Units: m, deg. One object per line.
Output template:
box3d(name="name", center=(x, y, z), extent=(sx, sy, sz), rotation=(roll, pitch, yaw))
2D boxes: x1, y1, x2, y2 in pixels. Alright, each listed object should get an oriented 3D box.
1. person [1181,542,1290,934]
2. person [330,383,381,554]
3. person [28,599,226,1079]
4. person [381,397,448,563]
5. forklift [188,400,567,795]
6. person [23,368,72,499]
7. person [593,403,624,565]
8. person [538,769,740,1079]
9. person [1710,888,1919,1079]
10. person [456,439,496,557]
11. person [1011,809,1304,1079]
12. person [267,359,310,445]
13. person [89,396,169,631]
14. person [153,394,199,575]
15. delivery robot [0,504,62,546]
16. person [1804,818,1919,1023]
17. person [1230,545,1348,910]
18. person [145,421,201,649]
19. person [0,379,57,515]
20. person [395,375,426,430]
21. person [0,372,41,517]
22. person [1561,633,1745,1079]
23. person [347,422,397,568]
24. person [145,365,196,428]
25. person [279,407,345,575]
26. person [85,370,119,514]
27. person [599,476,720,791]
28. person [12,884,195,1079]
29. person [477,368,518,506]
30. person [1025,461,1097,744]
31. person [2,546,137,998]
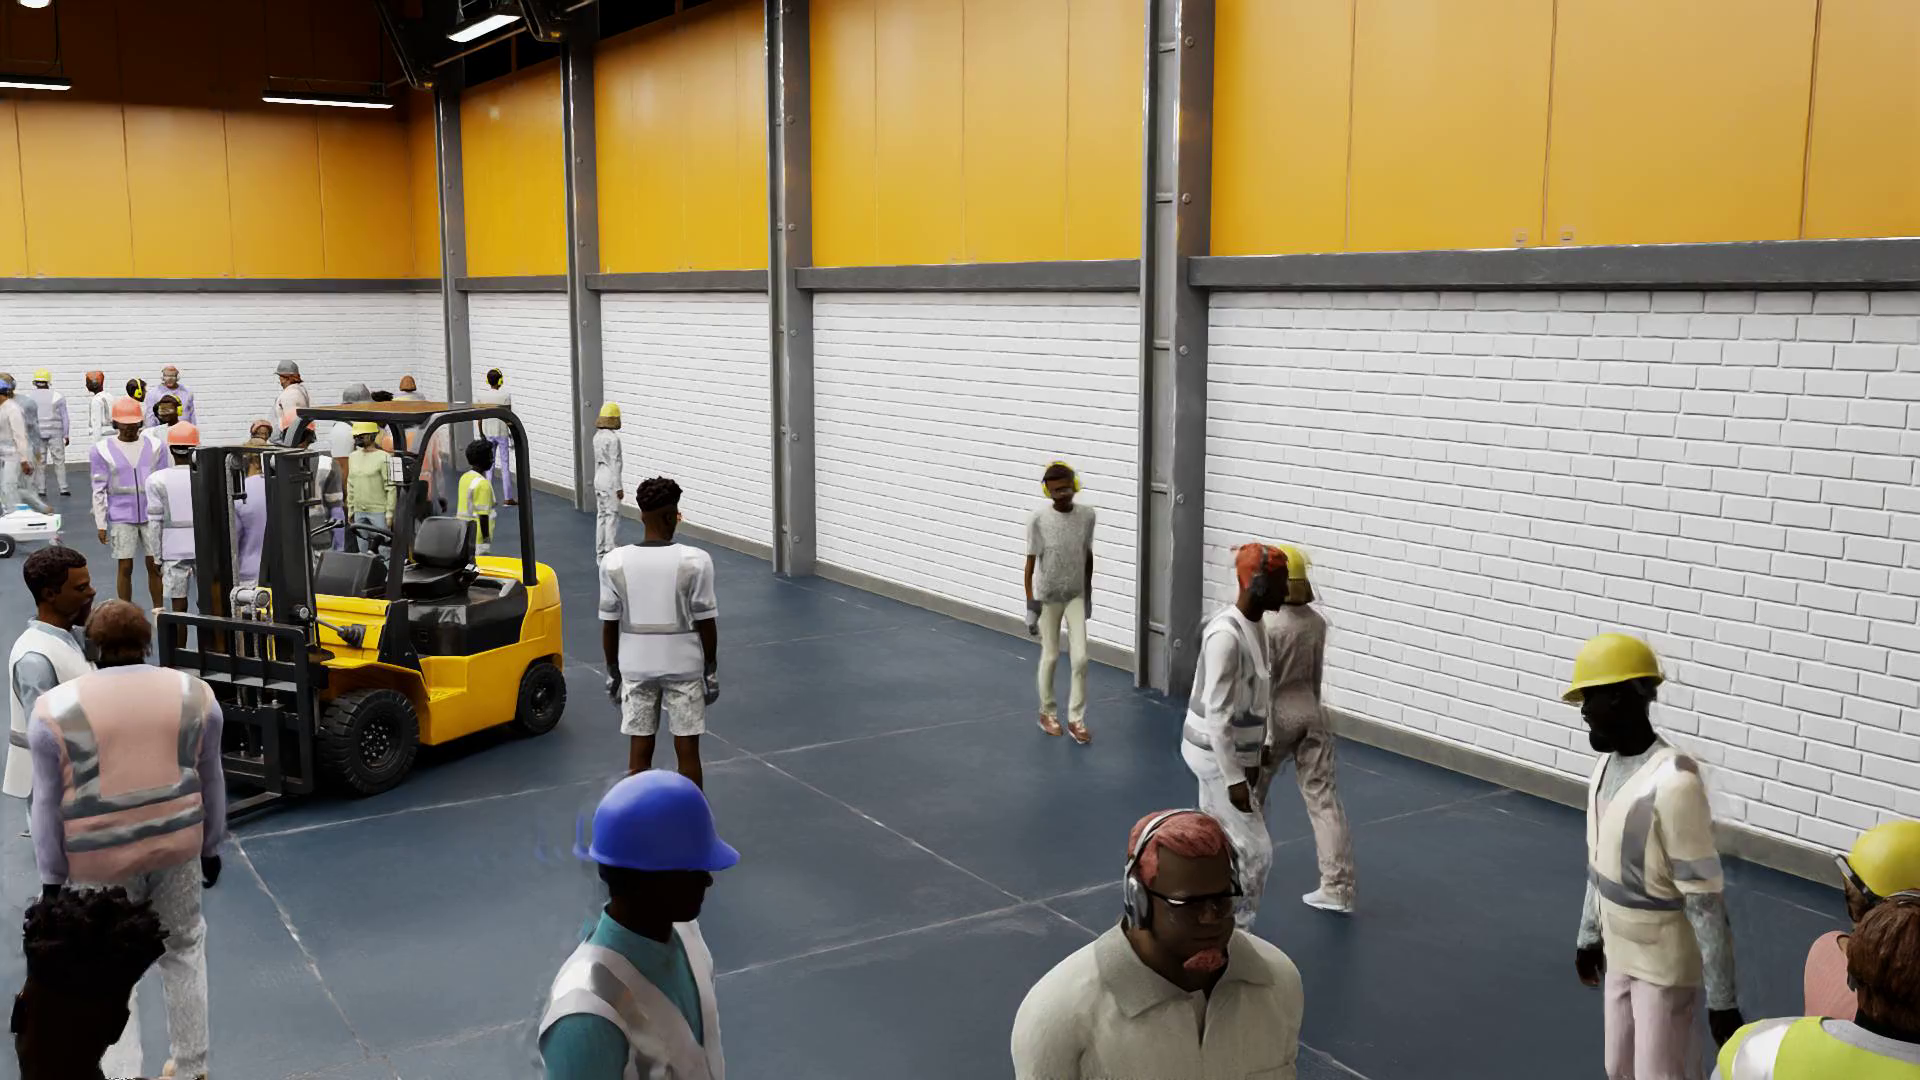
box3d(name="person", center=(1.180, 0.932, 6.942), extent=(0.655, 1.854, 0.605), rotation=(3, 9, 22))
box3d(name="person", center=(-5.680, -0.480, 15.838), extent=(0.535, 2.000, 0.688), rotation=(-1, 8, -5))
box3d(name="person", center=(-2.891, 1.118, 5.846), extent=(0.639, 1.813, 0.518), rotation=(-8, 11, -42))
box3d(name="person", center=(-5.208, -0.421, 15.975), extent=(0.401, 1.900, 0.779), rotation=(7, 11, 38))
box3d(name="forklift", center=(-3.529, 0.258, 10.348), extent=(1.214, 2.155, 2.313), rotation=(4, 9, 25))
box3d(name="person", center=(-12.797, -1.484, 23.300), extent=(0.592, 1.834, 0.404), rotation=(-3, 9, -20))
box3d(name="person", center=(-3.676, -0.578, 17.521), extent=(0.333, 1.735, 0.489), rotation=(-6, 11, -37))
box3d(name="person", center=(-0.699, 1.410, 3.462), extent=(0.626, 1.930, 0.621), rotation=(2, 9, 11))
box3d(name="person", center=(1.675, 1.522, 3.015), extent=(0.429, 1.844, 0.624), rotation=(-7, 11, -40))
box3d(name="person", center=(-4.016, 0.001, 13.814), extent=(0.333, 1.684, 0.545), rotation=(-6, 10, -35))
box3d(name="person", center=(0.419, 1.452, 3.264), extent=(0.643, 1.910, 0.400), rotation=(-4, 9, -24))
box3d(name="person", center=(-8.626, -1.300, 21.368), extent=(0.537, 2.000, 0.683), rotation=(-1, 9, -9))
box3d(name="person", center=(-6.905, -0.191, 13.933), extent=(0.613, 2.033, 0.412), rotation=(-7, 11, -39))
box3d(name="person", center=(-7.989, -0.561, 16.994), extent=(0.506, 1.864, 0.332), rotation=(1, 8, 6))
box3d(name="delivery robot", center=(-10.284, -0.151, 18.289), extent=(0.707, 0.478, 0.477), rotation=(-4, 9, -27))
box3d(name="person", center=(1.999, 1.466, 3.685), extent=(0.344, 1.758, 0.532), rotation=(2, 9, 13))
box3d(name="person", center=(1.529, 0.865, 7.912), extent=(0.501, 1.690, 0.925), rotation=(-6, 10, -33))
box3d(name="person", center=(-5.724, 0.086, 12.371), extent=(0.545, 1.938, 0.360), rotation=(-4, 9, -25))
box3d(name="person", center=(-11.103, -0.973, 19.650), extent=(0.641, 1.903, 0.699), rotation=(8, 12, 44))
box3d(name="person", center=(-8.373, -1.690, 25.347), extent=(0.500, 1.636, 0.282), rotation=(-7, 11, -38))
box3d(name="person", center=(-11.555, -1.080, 20.276), extent=(0.636, 1.929, 0.373), rotation=(-4, 9, -24))
box3d(name="person", center=(2.029, 1.221, 4.917), extent=(0.496, 1.877, 0.644), rotation=(0, 8, 1))
box3d(name="person", center=(-5.408, -0.256, 15.248), extent=(0.533, 1.767, 0.312), rotation=(4, 9, 24))
box3d(name="person", center=(-10.709, -1.424, 22.661), extent=(0.402, 1.904, 0.652), rotation=(8, 12, 43))
box3d(name="person", center=(-4.938, 0.019, 12.523), extent=(0.603, 2.034, 0.417), rotation=(-2, 9, -13))
box3d(name="person", center=(-11.214, -1.278, 21.765), extent=(0.358, 1.880, 0.575), rotation=(-1, 9, -8))
box3d(name="person", center=(-1.516, 0.653, 8.470), extent=(0.601, 1.961, 0.372), rotation=(1, 8, 5))
box3d(name="person", center=(-1.410, 1.540, 2.629), extent=(0.370, 1.929, 0.731), rotation=(2, 9, 14))
box3d(name="person", center=(-6.261, -1.385, 22.511), extent=(0.517, 1.874, 0.327), rotation=(1, 9, 7))
box3d(name="person", center=(0.644, 0.395, 10.648), extent=(0.533, 1.825, 0.703), rotation=(-2, 9, -14))
box3d(name="person", center=(-3.479, 0.972, 6.459), extent=(0.392, 1.920, 0.587), rotation=(-3, 9, -21))
